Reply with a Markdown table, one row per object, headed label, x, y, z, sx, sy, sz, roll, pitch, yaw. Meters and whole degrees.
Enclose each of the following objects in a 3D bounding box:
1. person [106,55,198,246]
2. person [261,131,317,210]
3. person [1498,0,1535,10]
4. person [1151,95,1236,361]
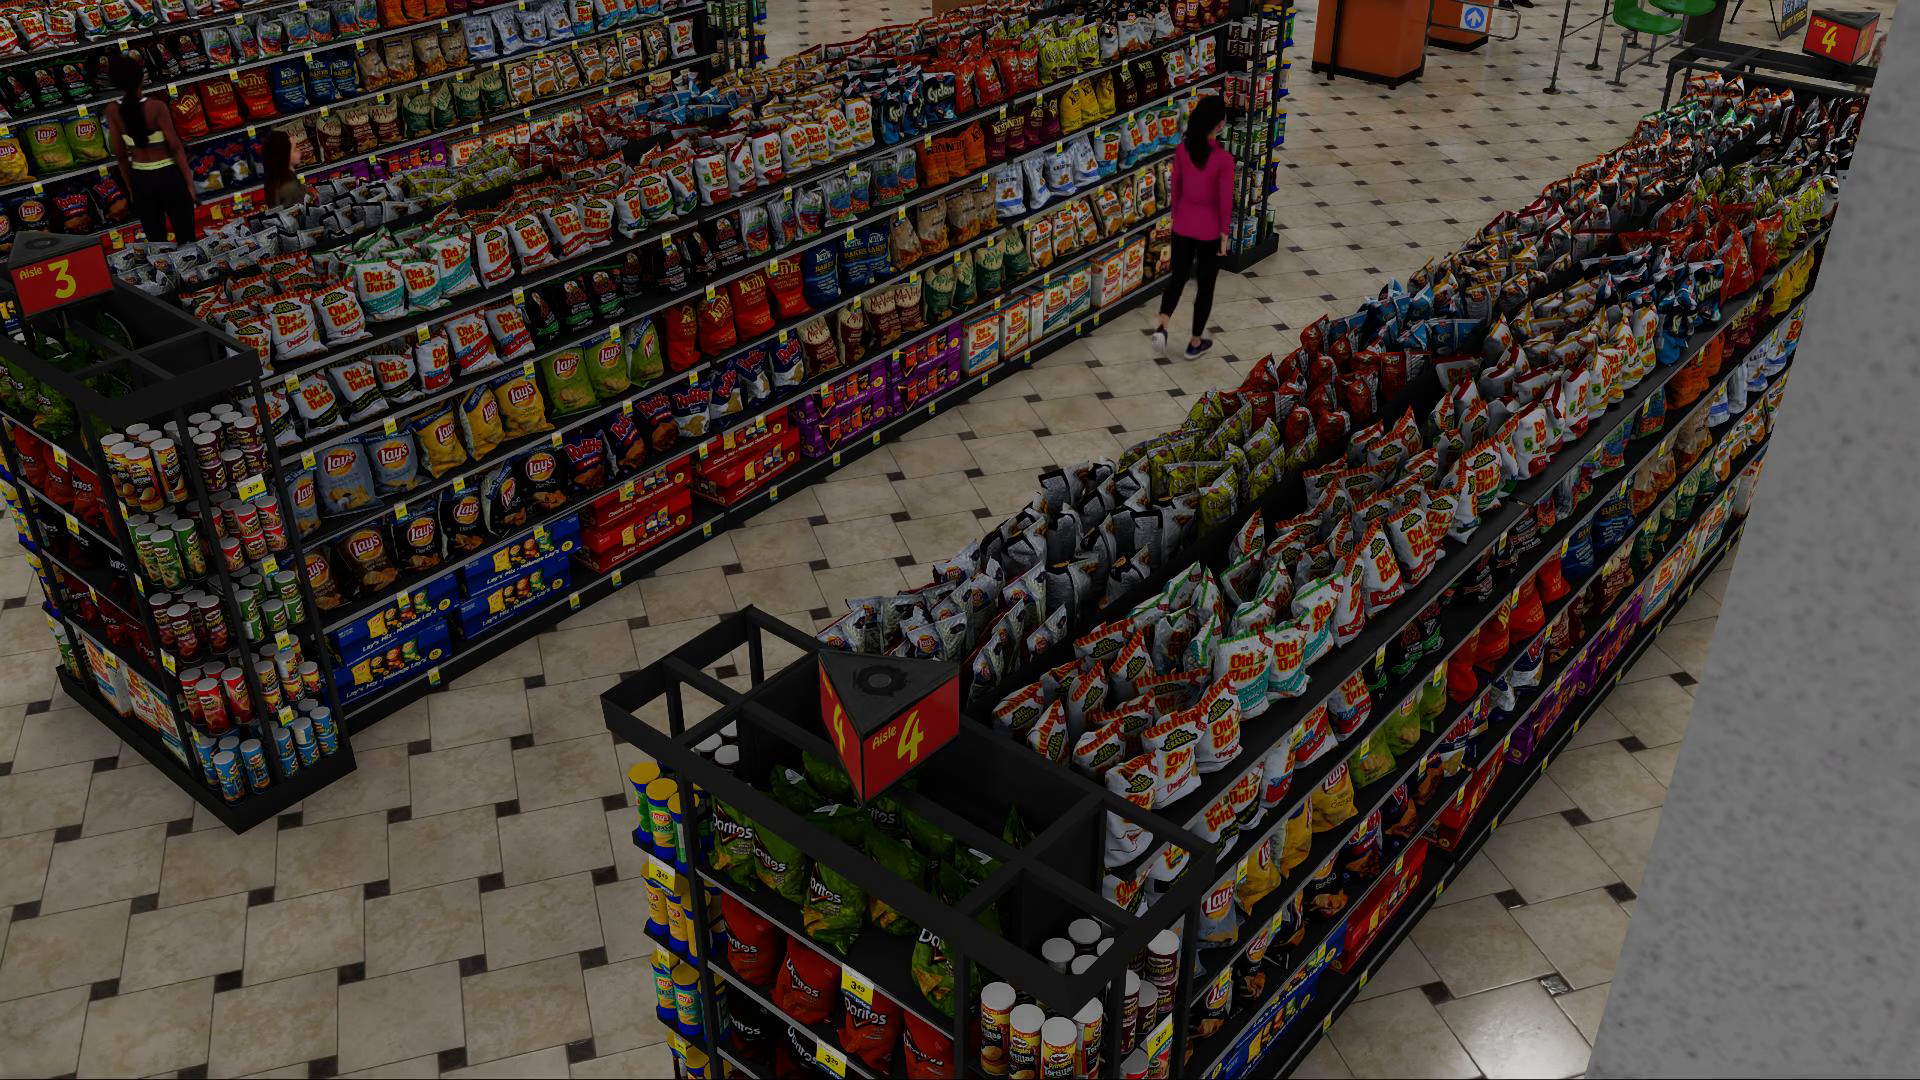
| label | x | y | z | sx | sy | sz | roll | pitch | yaw |
| --- | --- | --- | --- | --- | --- | --- | --- | --- | --- |
| person | -5.140 | -2.237 | 10.678 | 0.627 | 1.753 | 0.702 | -6 | 32 | -9 |
| person | -4.098 | -1.763 | 10.206 | 1.042 | 1.446 | 0.786 | -18 | 36 | -27 |
| person | 6.017 | -6.588 | 17.608 | 0.683 | 1.820 | 0.809 | -11 | 34 | -17 |
| person | 1.401 | -1.841 | 10.110 | 0.616 | 1.681 | 0.823 | 21 | 37 | 30 |
